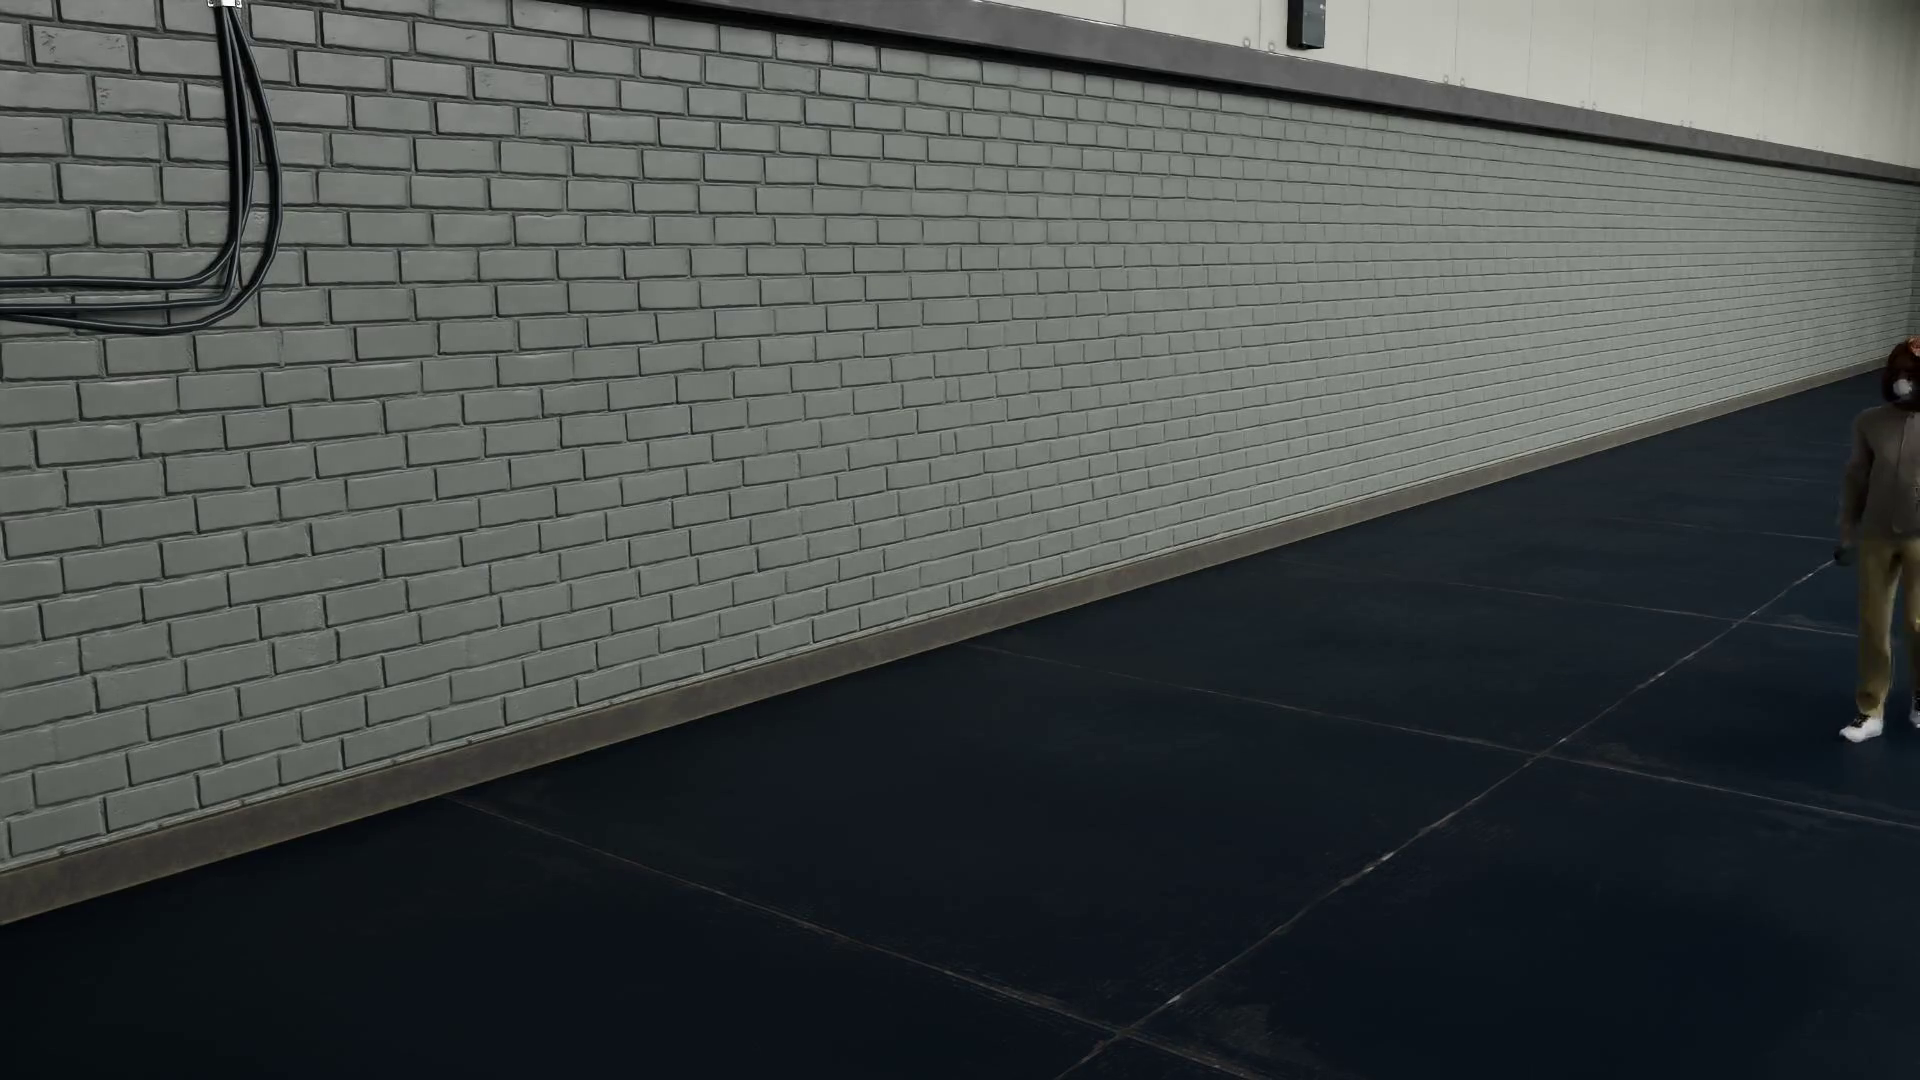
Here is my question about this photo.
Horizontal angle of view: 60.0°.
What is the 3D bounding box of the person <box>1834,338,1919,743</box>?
[{"bbox_3d":[3.749,0.012,6.609,0.375,1.621,0.532,-8,13,-37],"label":"person"}]
